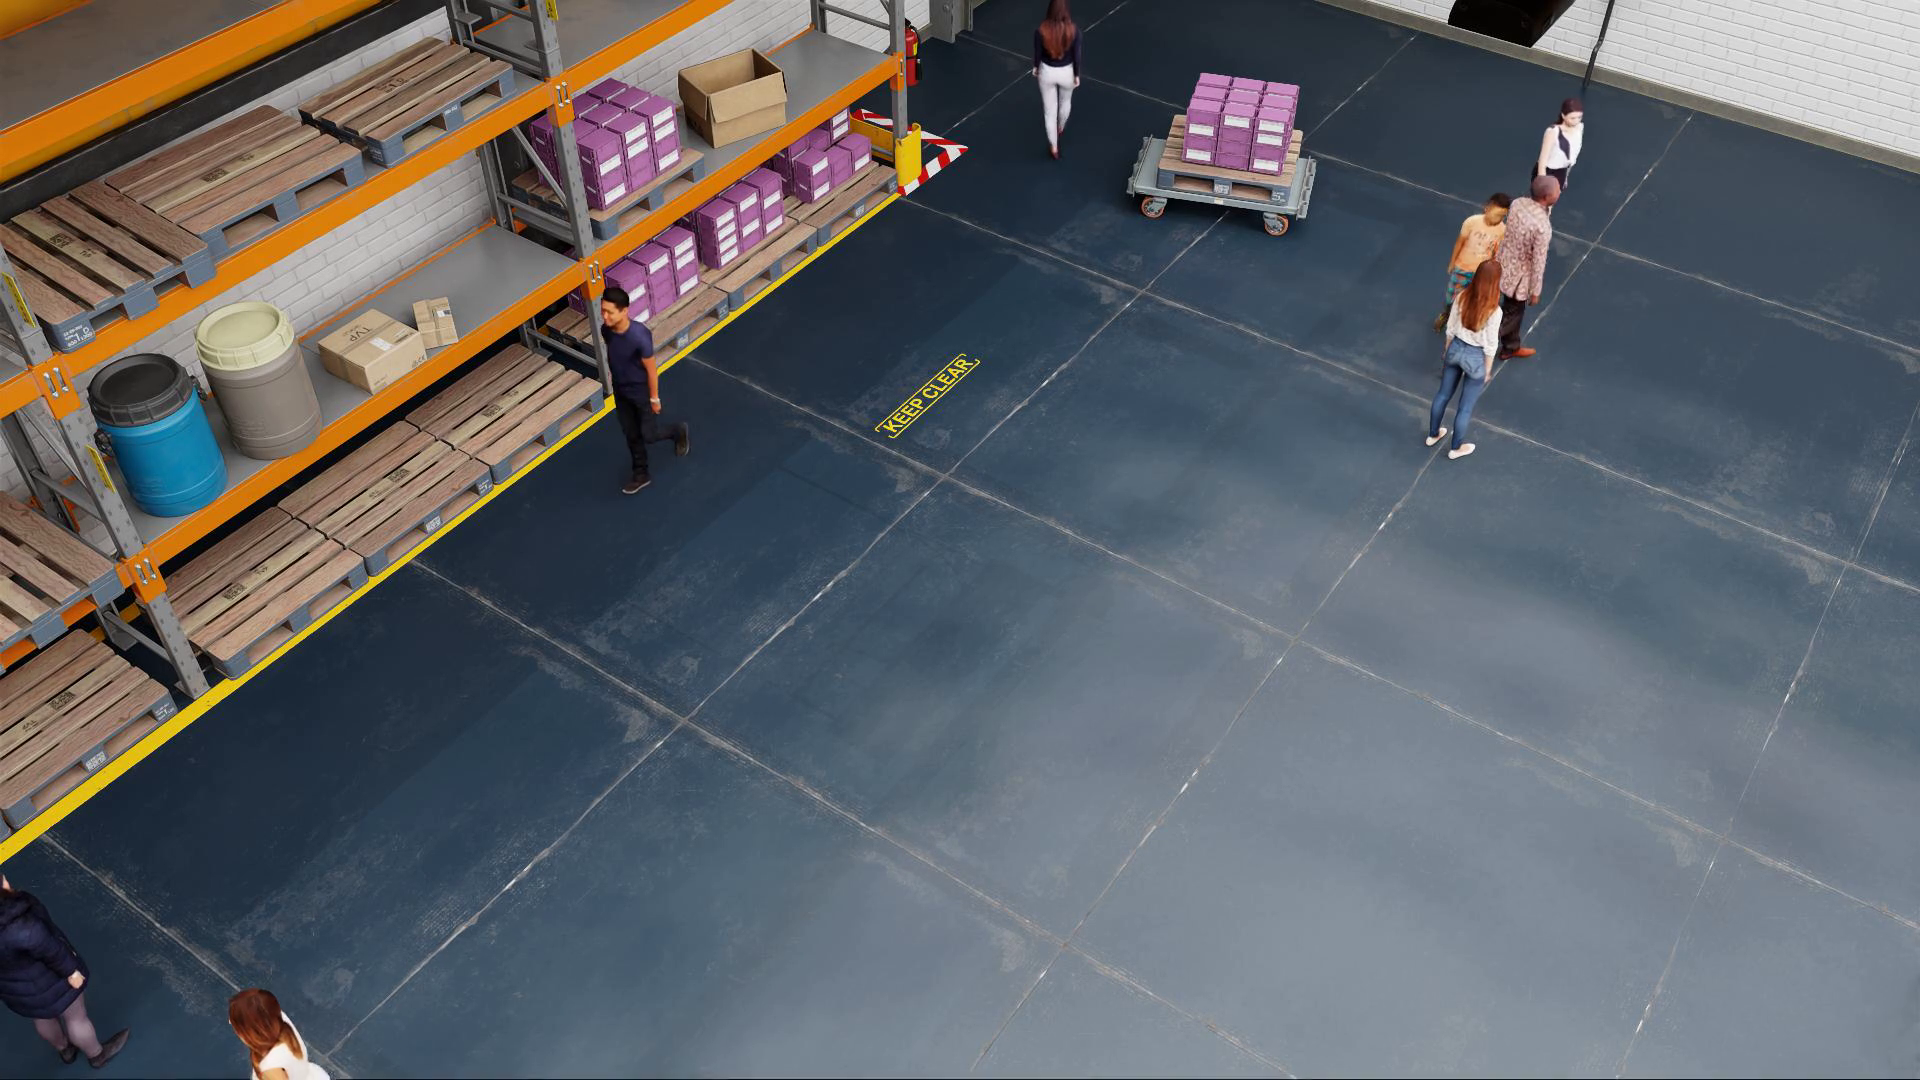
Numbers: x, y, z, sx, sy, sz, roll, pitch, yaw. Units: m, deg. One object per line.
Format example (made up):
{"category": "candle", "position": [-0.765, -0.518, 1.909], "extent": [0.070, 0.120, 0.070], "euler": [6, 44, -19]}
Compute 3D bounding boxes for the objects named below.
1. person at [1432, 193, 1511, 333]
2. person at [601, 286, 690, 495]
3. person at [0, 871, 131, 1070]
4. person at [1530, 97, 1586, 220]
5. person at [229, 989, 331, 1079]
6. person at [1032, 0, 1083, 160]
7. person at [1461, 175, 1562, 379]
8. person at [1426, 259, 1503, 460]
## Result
{"category": "person", "position": [4.207, -2.231, 13.623], "extent": [0.646, 1.446, 0.710], "euler": [18, 46, 18]}
{"category": "person", "position": [-2.331, -1.149, 12.244], "extent": [0.648, 1.781, 0.890], "euler": [25, 49, 24]}
{"category": "person", "position": [-4.878, 2.259, 8.744], "extent": [0.765, 1.674, 0.770], "euler": [9, 44, 10]}
{"category": "person", "position": [5.096, -3.132, 14.429], "extent": [0.659, 1.637, 0.721], "euler": [-28, 50, -26]}
{"category": "person", "position": [-3.151, 2.729, 8.177], "extent": [0.758, 1.775, 0.719], "euler": [-13, 45, -13]}
{"category": "person", "position": [0.916, -4.362, 15.759], "extent": [0.879, 1.584, 0.994], "euler": [0, 44, 0]}
{"category": "person", "position": [4.348, -2.079, 13.207], "extent": [1.222, 1.799, 1.148], "euler": [-8, 44, -8]}
{"category": "person", "position": [3.814, -1.369, 12.513], "extent": [0.598, 1.728, 0.628], "euler": [-29, 51, -27]}
